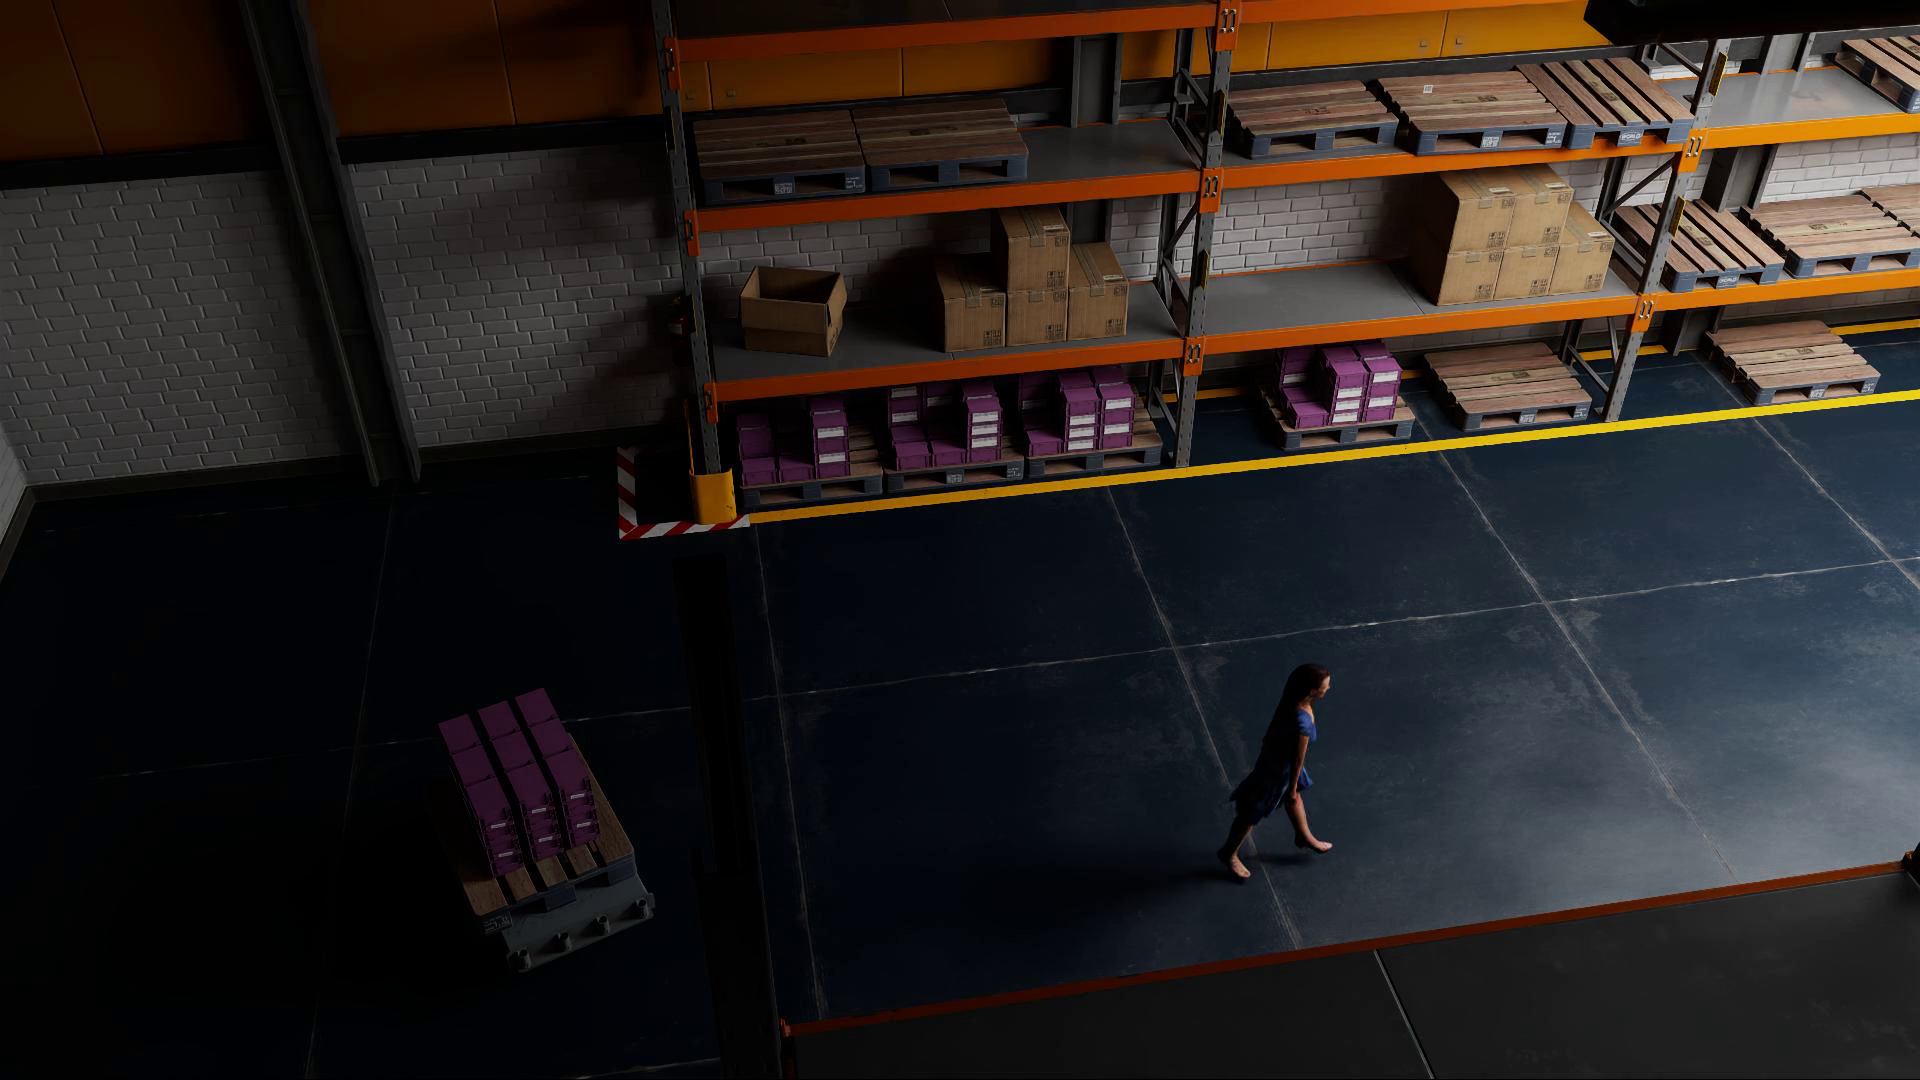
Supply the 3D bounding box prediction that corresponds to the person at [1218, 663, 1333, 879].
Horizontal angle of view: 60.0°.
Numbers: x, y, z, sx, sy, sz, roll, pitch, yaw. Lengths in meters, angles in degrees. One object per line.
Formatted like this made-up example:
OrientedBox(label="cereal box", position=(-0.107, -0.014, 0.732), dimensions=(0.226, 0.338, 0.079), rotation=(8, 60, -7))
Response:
OrientedBox(label="person", position=(1.936, 1.455, 10.394), dimensions=(1.061, 1.766, 0.814), rotation=(5, 39, 6))
